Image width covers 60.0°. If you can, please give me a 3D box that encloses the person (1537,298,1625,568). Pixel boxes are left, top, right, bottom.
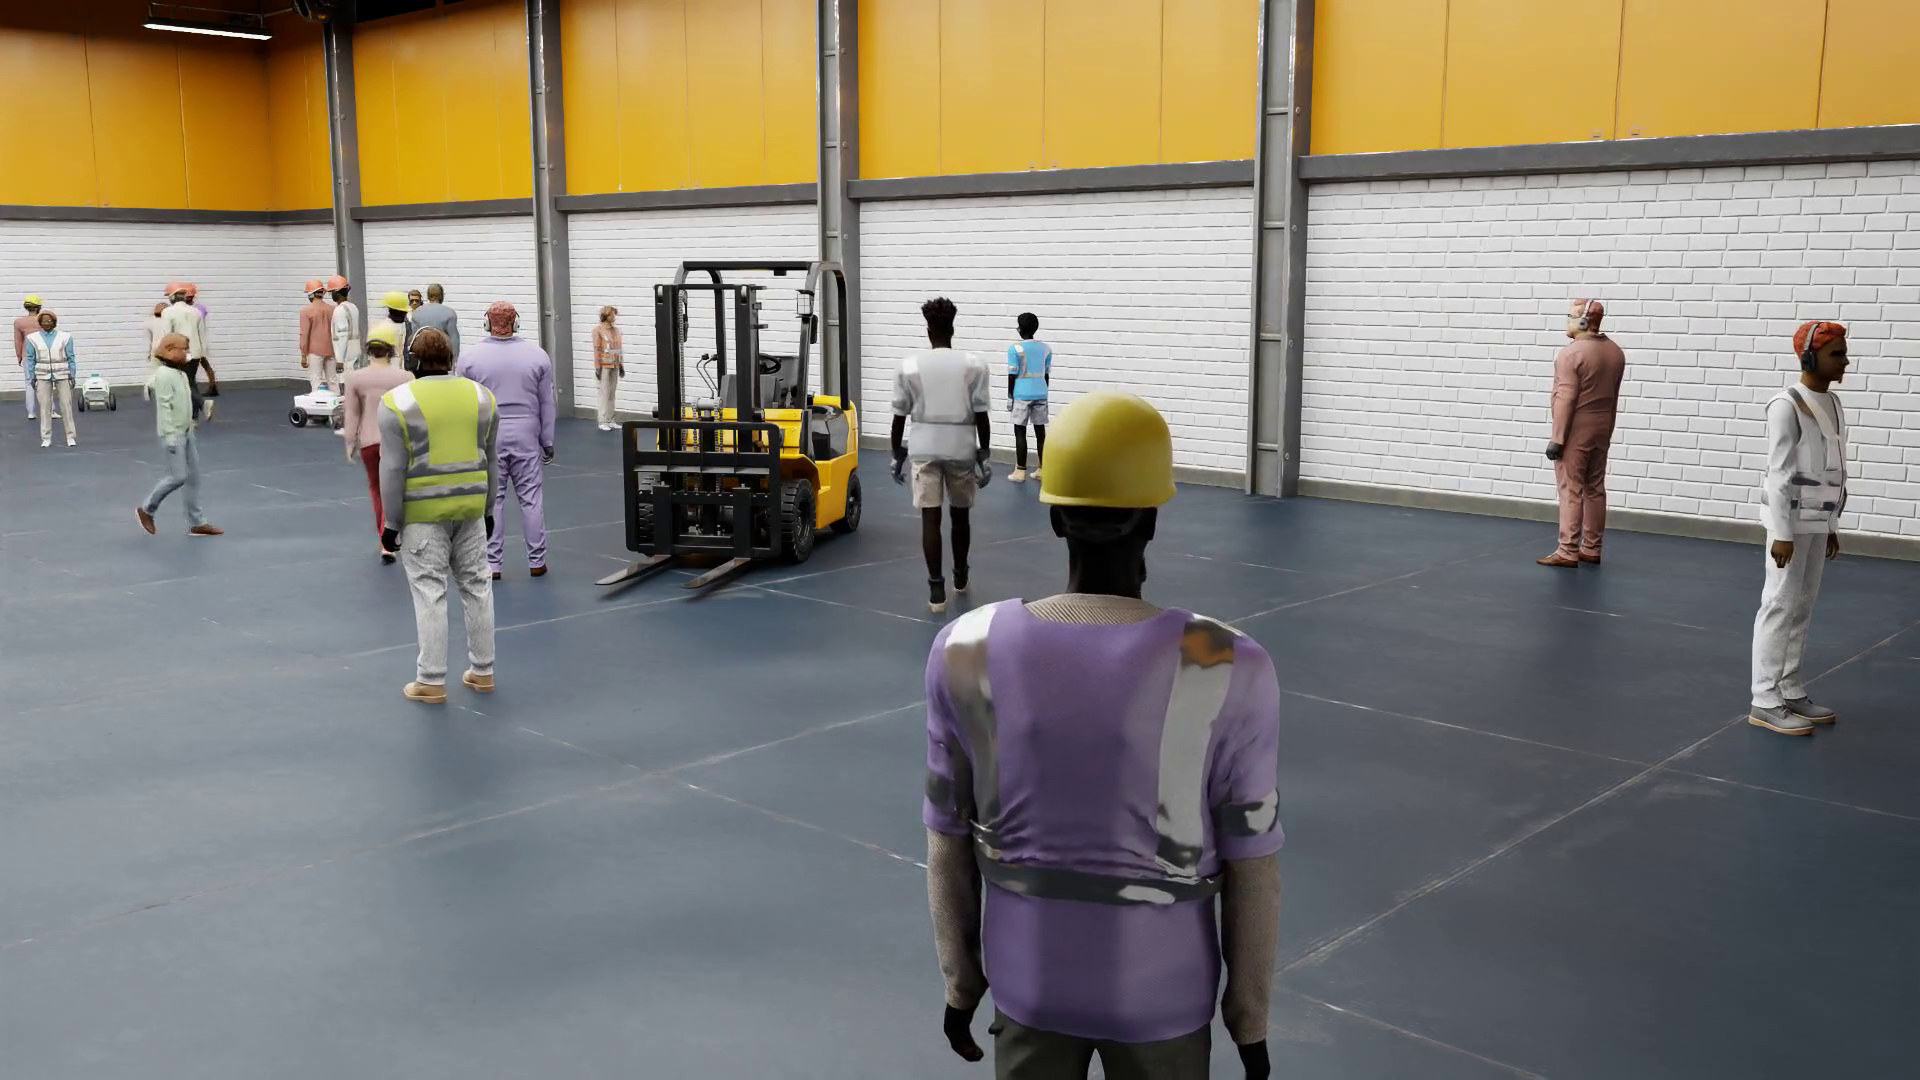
[{"bbox_3d":[4.409,-0.758,11.852,0.651,1.913,0.410,-6,11,-34],"label":"person"}]

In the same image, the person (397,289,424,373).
[{"bbox_3d":[-7.306,-2.444,22.395,0.511,1.844,0.328,-4,10,-25],"label":"person"}]

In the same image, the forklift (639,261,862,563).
[{"bbox_3d":[-1.552,-1.040,12.721,1.214,2.155,2.313,2,9,11],"label":"forklift"}]

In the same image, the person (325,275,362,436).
[{"bbox_3d":[-7.813,-2.329,21.104,0.394,2.038,0.605,-1,9,-4],"label":"person"}]

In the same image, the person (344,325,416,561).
[{"bbox_3d":[-4.228,-0.718,12.211,0.529,1.717,0.920,-1,9,-6],"label":"person"}]

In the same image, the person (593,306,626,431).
[{"bbox_3d":[-4.614,-2.255,21.917,0.399,1.628,0.526,4,10,25],"label":"person"}]

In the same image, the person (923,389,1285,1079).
[{"bbox_3d":[0.233,0.718,2.747,0.589,1.930,0.361,3,10,18],"label":"person"}]

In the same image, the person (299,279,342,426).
[{"bbox_3d":[-8.657,-2.531,22.502,0.407,1.987,0.614,6,11,31],"label":"person"}]

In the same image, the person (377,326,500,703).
[{"bbox_3d":[-2.562,-0.123,8.178,0.624,1.845,0.430,-9,13,-44],"label":"person"}]

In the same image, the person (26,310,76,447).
[{"bbox_3d":[-10.824,-1.921,19.845,0.504,1.631,0.311,-4,10,-23],"label":"person"}]

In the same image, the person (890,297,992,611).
[{"bbox_3d":[-0.125,-0.555,10.524,0.634,1.932,0.811,0,9,-2],"label":"person"}]

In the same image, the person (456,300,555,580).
[{"bbox_3d":[-3.107,-0.681,11.400,0.655,1.906,0.407,-4,10,-23],"label":"person"}]

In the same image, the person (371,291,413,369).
[{"bbox_3d":[-6.234,-1.765,18.115,0.600,1.879,0.601,-4,10,-22],"label":"person"}]

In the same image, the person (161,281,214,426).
[{"bbox_3d":[-10.303,-2.475,22.231,0.705,1.963,0.667,4,10,22],"label":"person"}]

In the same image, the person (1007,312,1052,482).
[{"bbox_3d":[0.690,-1.423,16.611,0.535,1.691,0.319,-6,11,-35],"label":"person"}]

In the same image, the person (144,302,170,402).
[{"bbox_3d":[-12.362,-2.868,25.691,0.530,1.612,0.521,1,9,7],"label":"person"}]

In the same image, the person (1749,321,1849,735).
[{"bbox_3d":[3.887,-0.059,7.662,0.573,1.882,0.356,-9,13,-42],"label":"person"}]

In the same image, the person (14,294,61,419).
[{"bbox_3d":[-13.021,-2.579,23.467,0.534,1.766,0.317,-2,9,-10],"label":"person"}]

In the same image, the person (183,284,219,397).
[{"bbox_3d":[-12.570,-3.249,27.252,0.556,1.875,0.980,3,10,16],"label":"person"}]

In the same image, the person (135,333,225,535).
[{"bbox_3d":[-6.176,-0.816,13.081,0.553,1.619,0.544,-1,9,-4],"label":"person"}]

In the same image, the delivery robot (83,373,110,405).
[{"bbox_3d":[-12.951,-2.261,24.932,0.477,0.478,0.707,-4,10,-25],"label":"delivery robot"}]

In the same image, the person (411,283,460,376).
[{"bbox_3d":[-6.800,-2.369,21.650,0.635,1.937,0.352,2,9,10],"label":"person"}]

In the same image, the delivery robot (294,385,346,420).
[{"bbox_3d":[-8.541,-1.827,22.273,0.707,0.478,0.477,3,10,19],"label":"delivery robot"}]
